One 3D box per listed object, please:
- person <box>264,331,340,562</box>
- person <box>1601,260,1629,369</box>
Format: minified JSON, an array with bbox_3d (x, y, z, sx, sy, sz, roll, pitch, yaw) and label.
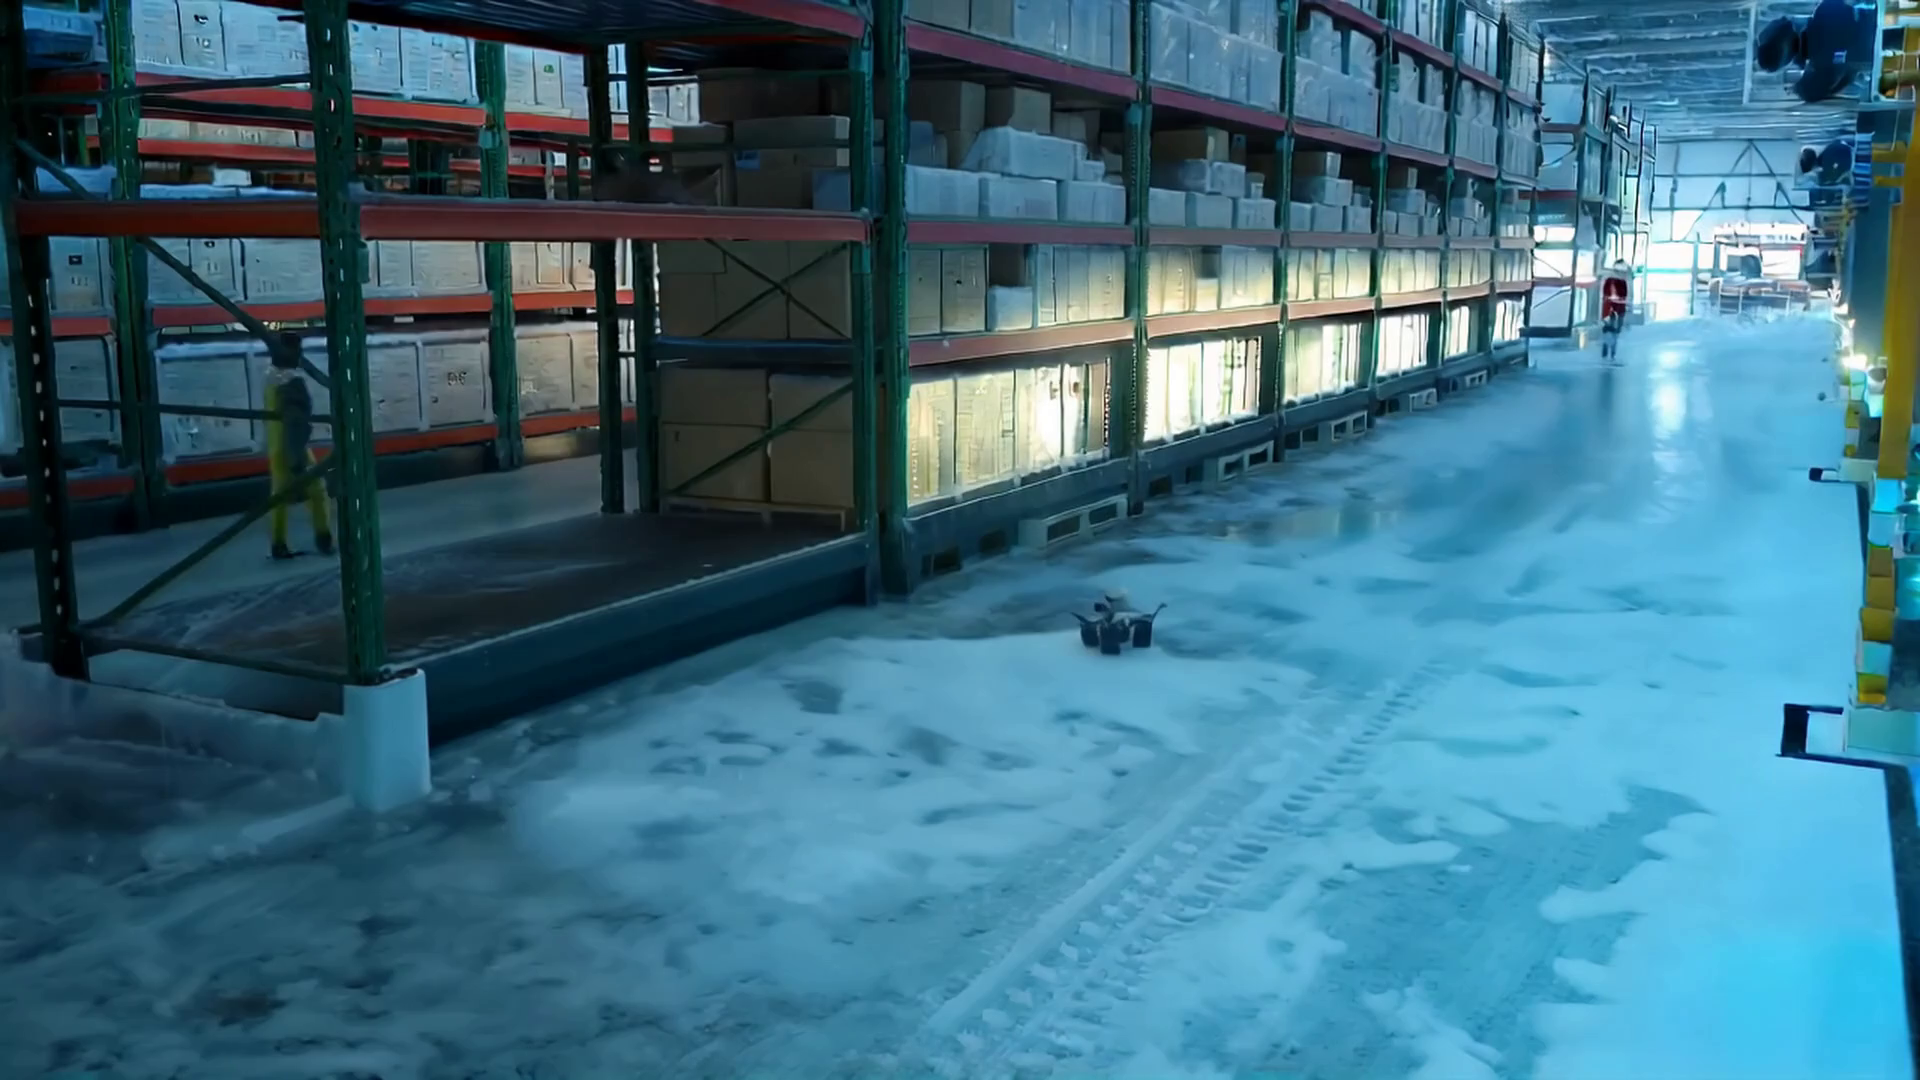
[{"bbox_3d":[-4.649,-0.666,11.827,0.674,1.614,0.540,-9,14,-44],"label":"person"},{"bbox_3d":[12.405,-4.263,31.453,0.608,2.042,0.375,-8,12,-37],"label":"person"}]
